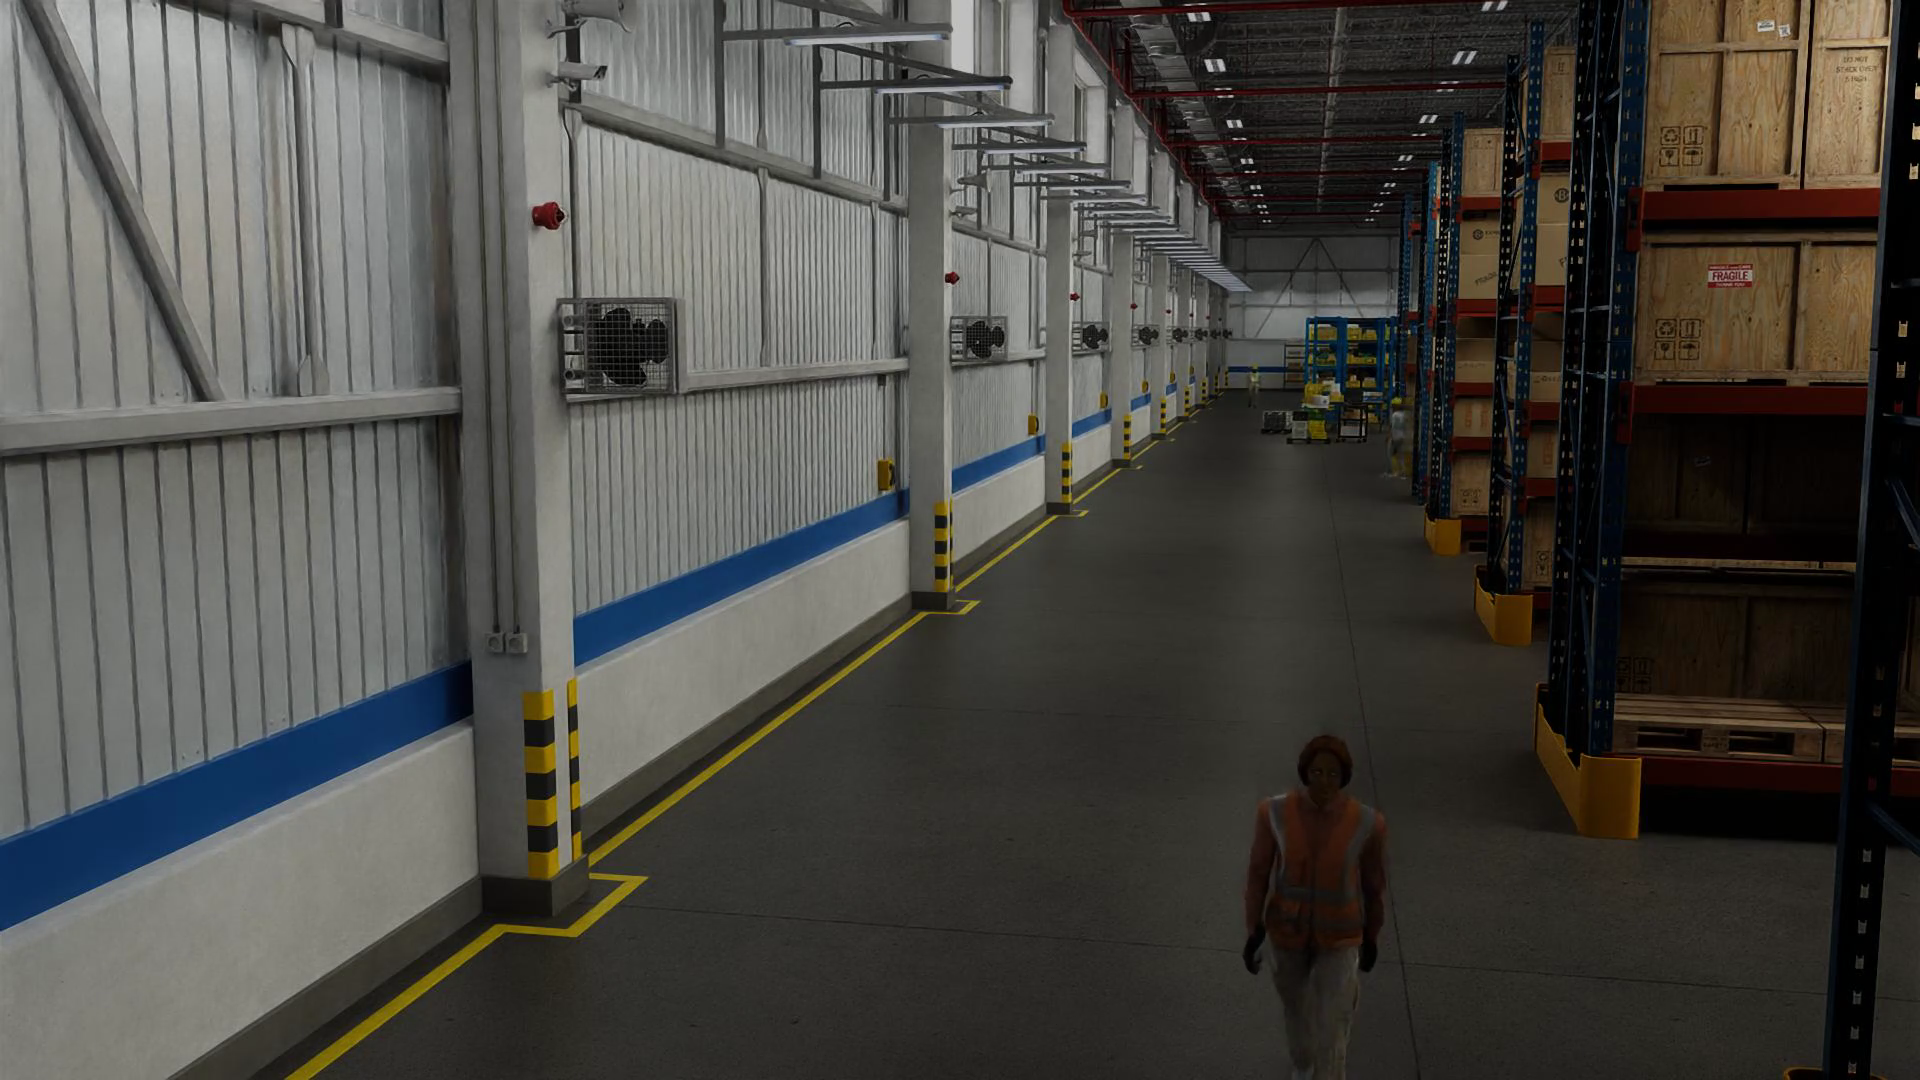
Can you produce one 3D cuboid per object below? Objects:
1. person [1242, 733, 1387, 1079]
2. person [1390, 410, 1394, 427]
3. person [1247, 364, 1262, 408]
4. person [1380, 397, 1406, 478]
[{"bbox_3d":[1.366,1.511,6.390,0.513,1.596,0.858,2,8,19],"label":"person"},{"bbox_3d":[10.612,-2.777,39.610,0.809,1.878,0.649,-5,9,-36],"label":"person"},{"bbox_3d":[11.979,-6.258,67.700,0.622,1.816,0.451,0,7,1],"label":"person"},{"bbox_3d":[9.213,-2.167,35.315,0.497,1.723,0.634,-7,10,-43],"label":"person"}]
